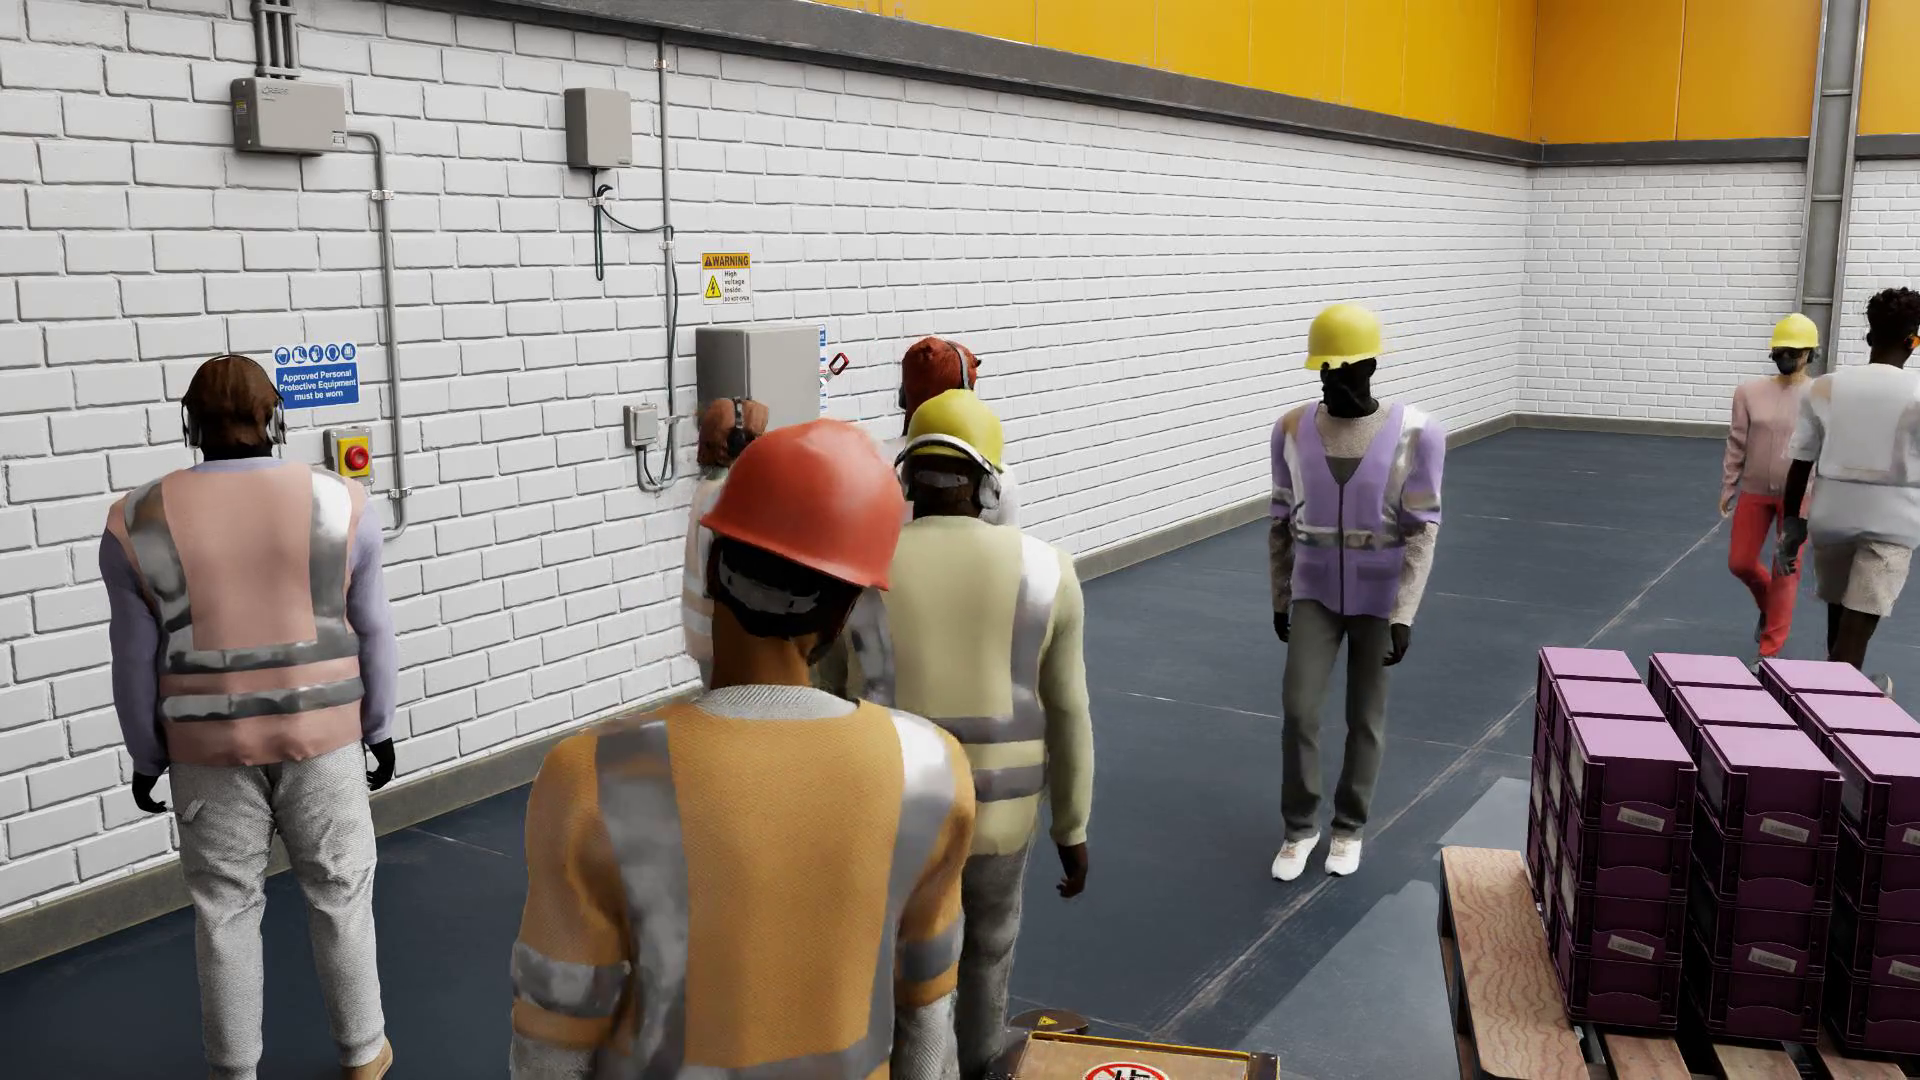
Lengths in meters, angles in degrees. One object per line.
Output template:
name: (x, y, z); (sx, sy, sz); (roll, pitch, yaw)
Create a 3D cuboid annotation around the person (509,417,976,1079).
person: (-0.261, 0.808, 2.011); (0.596, 1.898, 0.483); (-5, 12, -28)

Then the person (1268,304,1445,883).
person: (1.247, 0.196, 5.384); (0.579, 1.897, 0.595); (5, 11, 25)

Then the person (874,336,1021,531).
person: (-0.114, 0.348, 4.704); (0.601, 1.831, 0.980); (3, 11, 15)

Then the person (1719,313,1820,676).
person: (4.026, -0.233, 8.139); (0.559, 1.752, 0.538); (-10, 14, -44)

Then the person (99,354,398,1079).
person: (-1.662, 0.480, 3.977); (0.621, 1.839, 0.429); (-4, 11, -22)

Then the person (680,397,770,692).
person: (-0.781, 0.350, 5.304); (0.673, 1.615, 0.526); (-2, 11, -13)

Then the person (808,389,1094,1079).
person: (-0.046, 0.563, 3.660); (0.626, 1.773, 0.820); (-1, 10, -7)

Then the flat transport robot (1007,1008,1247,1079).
flat transport robot: (0.299, 1.370, 3.379); (0.652, 0.197, 1.431); (2, 11, 12)

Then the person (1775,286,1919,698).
person: (3.733, -0.063, 6.766); (1.025, 1.906, 0.607); (-8, 13, -38)
